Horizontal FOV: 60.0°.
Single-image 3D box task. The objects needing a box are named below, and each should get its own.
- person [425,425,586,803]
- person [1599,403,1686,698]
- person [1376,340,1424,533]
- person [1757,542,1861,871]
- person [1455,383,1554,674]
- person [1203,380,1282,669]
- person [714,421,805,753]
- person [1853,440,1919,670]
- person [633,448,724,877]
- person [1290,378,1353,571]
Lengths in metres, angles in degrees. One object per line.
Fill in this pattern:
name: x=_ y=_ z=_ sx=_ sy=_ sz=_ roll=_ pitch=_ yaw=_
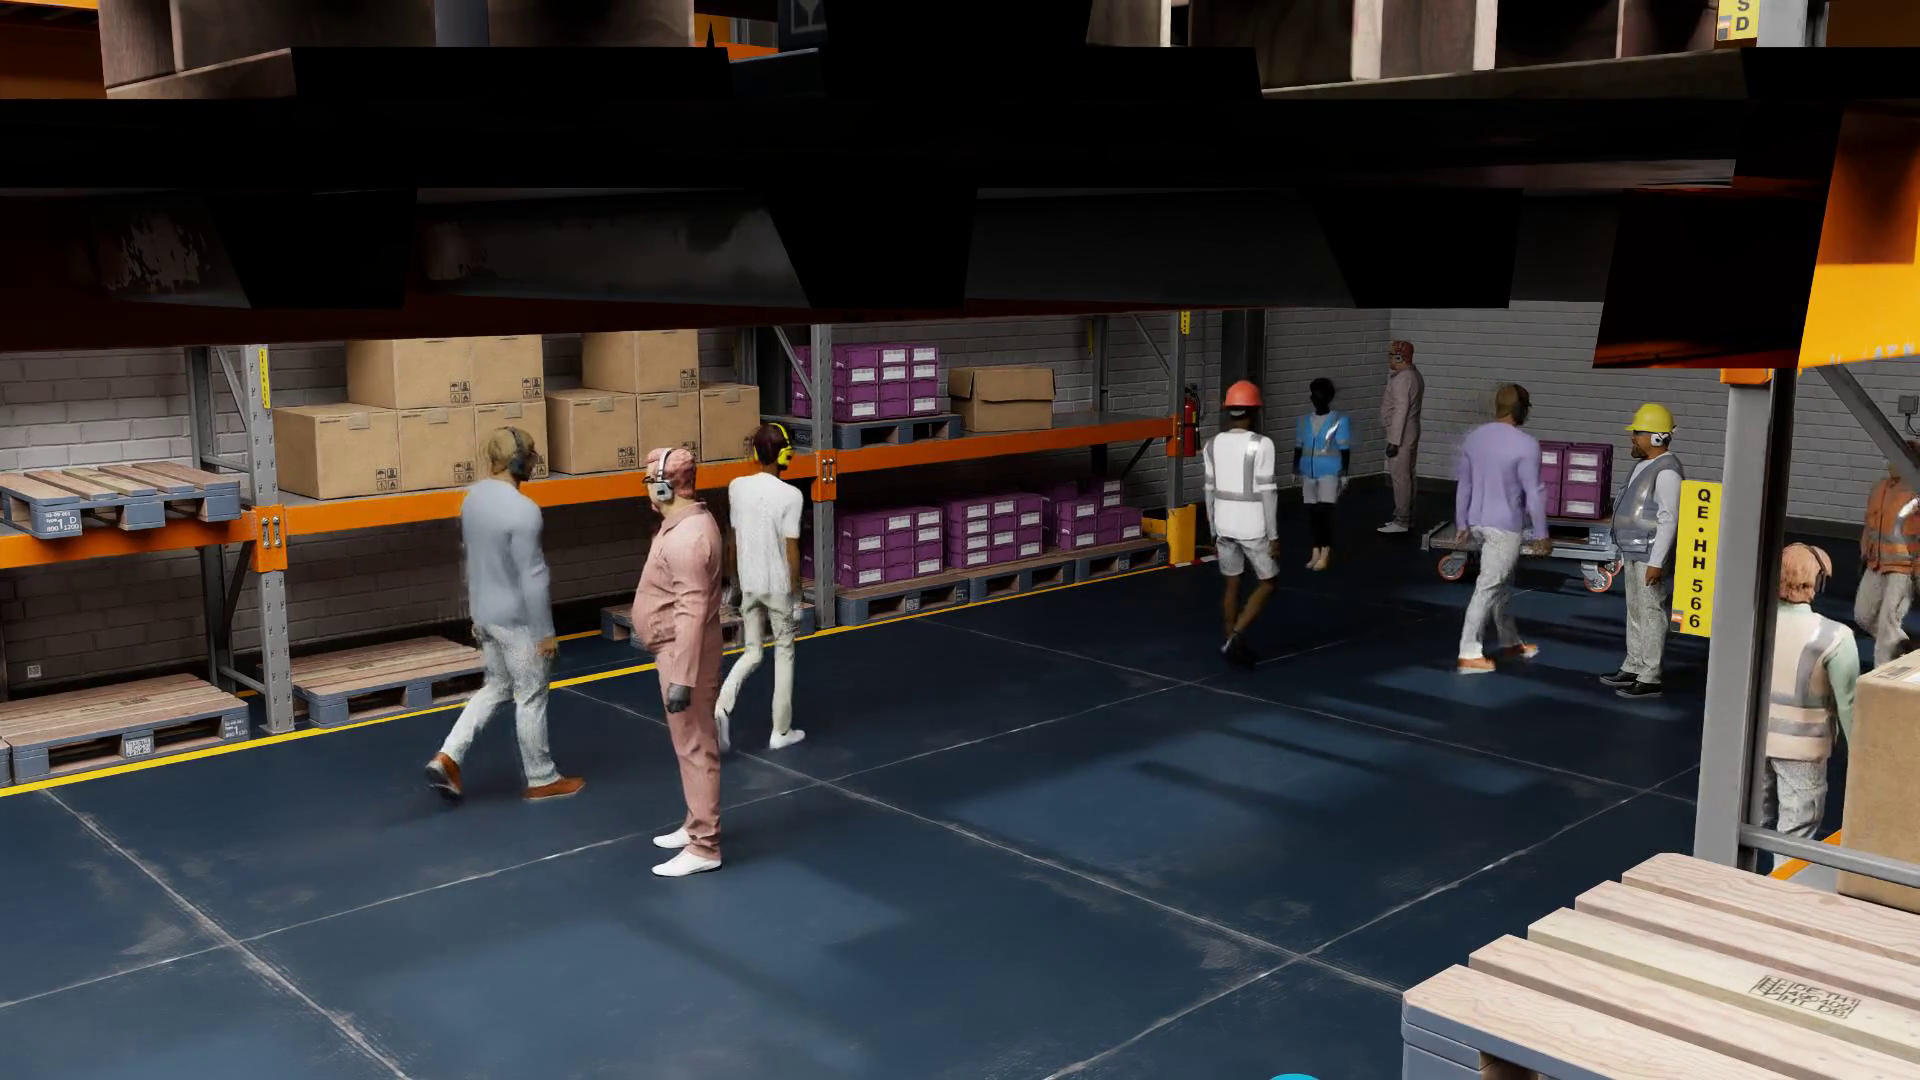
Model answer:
person: x=-2.244 y=0.395 z=8.186 sx=0.710 sy=1.921 sz=0.658 roll=-9 pitch=13 yaw=-41
person: x=4.264 y=0.066 z=10.364 sx=0.403 sy=1.833 sz=0.590 roll=1 pitch=10 yaw=5
person: x=4.355 y=-1.020 z=16.502 sx=0.399 sy=1.909 sz=0.642 roll=5 pitch=11 yaw=29
person: x=3.250 y=0.823 z=6.526 sx=0.376 sy=1.636 sz=0.534 roll=-6 pitch=11 yaw=-30
person: x=3.647 y=-0.076 z=10.967 sx=0.885 sy=1.902 sz=0.628 roll=-3 pitch=10 yaw=-19
person: x=1.864 y=-0.085 z=10.966 sx=0.516 sy=1.924 sz=0.605 roll=-9 pitch=13 yaw=-42
person: x=-1.102 y=0.280 z=9.058 sx=0.545 sy=1.849 sz=0.683 roll=5 pitch=11 yaw=27
person: x=5.828 y=0.180 z=10.297 sx=0.501 sy=1.619 sz=0.529 roll=-2 pitch=10 yaw=-11
person: x=-1.247 y=0.537 z=7.400 sx=0.399 sy=1.905 sz=0.642 roll=-1 pitch=10 yaw=-6
person: x=3.089 y=-0.560 z=14.440 sx=0.496 sy=1.682 sz=0.552 roll=-9 pitch=13 yaw=-43
